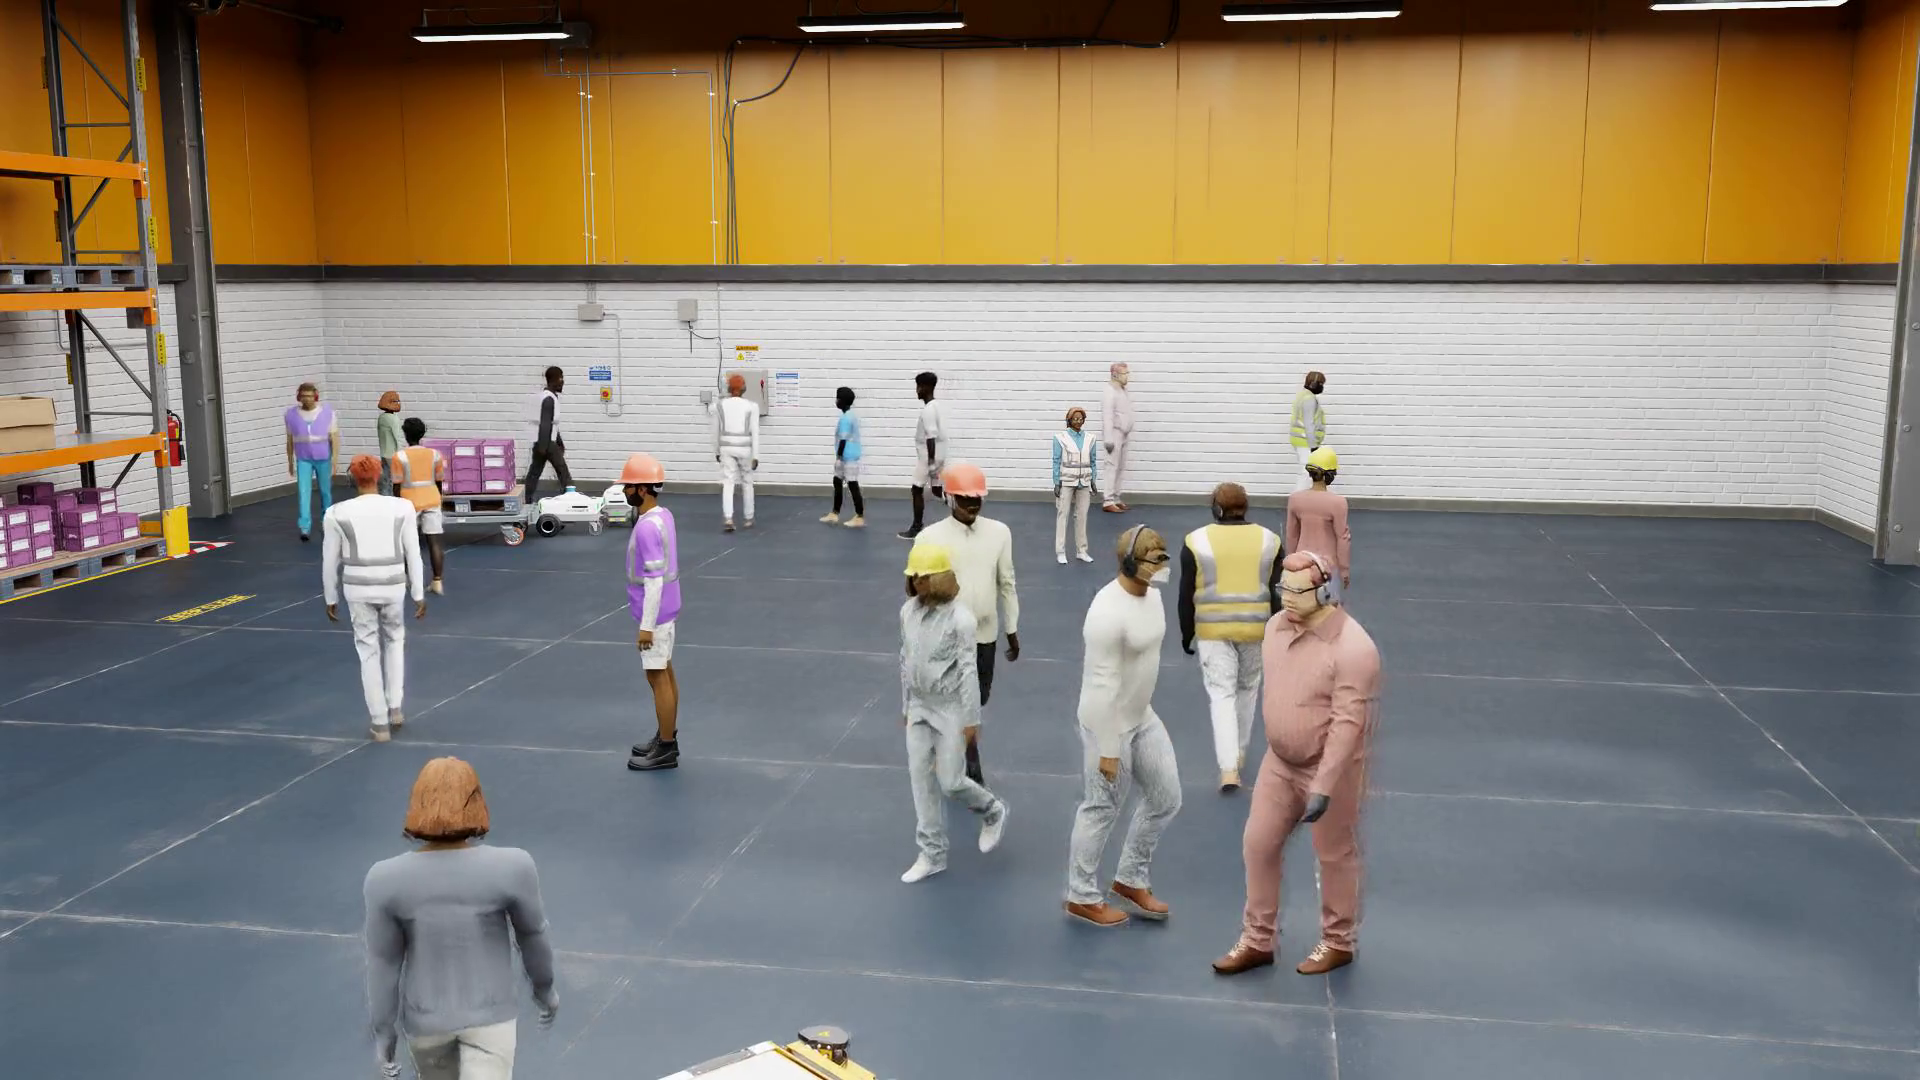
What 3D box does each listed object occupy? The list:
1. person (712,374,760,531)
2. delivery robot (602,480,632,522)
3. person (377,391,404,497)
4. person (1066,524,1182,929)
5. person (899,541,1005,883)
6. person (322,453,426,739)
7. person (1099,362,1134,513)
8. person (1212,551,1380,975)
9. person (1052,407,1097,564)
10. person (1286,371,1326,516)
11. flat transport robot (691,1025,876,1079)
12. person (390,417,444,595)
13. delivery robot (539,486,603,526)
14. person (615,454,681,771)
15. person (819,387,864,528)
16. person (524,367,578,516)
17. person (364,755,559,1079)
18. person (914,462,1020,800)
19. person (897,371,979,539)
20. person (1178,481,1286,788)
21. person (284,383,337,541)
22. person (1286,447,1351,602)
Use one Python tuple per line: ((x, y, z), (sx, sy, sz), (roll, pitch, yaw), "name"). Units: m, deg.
((-2.643, -1.026, 19.584), (0.572, 1.855, 0.925), (0, 9, 0), "person")
((-4.081, -0.474, 19.819), (0.477, 0.478, 0.707), (-2, 9, -10), "delivery robot")
((-6.721, -0.952, 19.735), (0.500, 1.633, 0.282), (9, 13, 44), "person")
((0.756, 0.865, 7.614), (0.589, 1.909, 0.639), (5, 11, 30), "person")
((-0.058, 0.837, 8.340), (0.494, 1.727, 0.555), (8, 12, 42), "person")
((-3.866, 0.348, 10.945), (0.615, 1.862, 0.676), (-4, 10, -26), "person")
((1.994, -1.297, 21.038), (0.404, 1.907, 0.648), (4, 10, 25), "person")
((1.426, 0.975, 7.055), (0.756, 1.875, 0.642), (-6, 11, -35), "person")
((1.195, -0.573, 17.361), (0.514, 1.641, 0.309), (-4, 10, -23), "person")
((4.241, -1.163, 20.473), (0.490, 1.821, 0.702), (1, 9, 5), "person")
((-0.831, 2.010, 5.573), (1.431, 0.197, 0.652), (-8, 12, -40), "flat transport robot")
((-5.174, -0.330, 15.782), (0.551, 1.657, 0.825), (-8, 12, -41), "person")
((-4.484, -0.375, 19.201), (0.707, 0.478, 0.477), (-1, 9, -4), "delivery robot")
((-1.896, 0.439, 10.159), (0.371, 1.939, 0.543), (0, 9, -1), "person")
((-1.445, -0.973, 19.706), (0.683, 1.671, 0.552), (0, 9, 2), "person")
((-5.028, -1.214, 20.654), (1.024, 1.855, 0.599), (-4, 10, -21), "person")
((-1.501, 1.432, 5.068), (0.516, 1.596, 0.845), (-1, 9, -5), "person")
((0.008, 0.504, 9.695), (0.616, 1.967, 0.923), (-4, 10, -24), "person")
((-0.252, -0.948, 18.777), (0.863, 1.933, 0.603), (3, 9, 15), "person")
((1.623, 0.555, 9.888), (0.639, 1.804, 0.842), (-1, 9, -4), "person")
((-7.399, -0.904, 19.000), (0.560, 1.785, 0.996), (-2, 9, -14), "person")
((2.626, 0.201, 12.173), (0.312, 1.769, 0.522), (-9, 13, -44), "person")
